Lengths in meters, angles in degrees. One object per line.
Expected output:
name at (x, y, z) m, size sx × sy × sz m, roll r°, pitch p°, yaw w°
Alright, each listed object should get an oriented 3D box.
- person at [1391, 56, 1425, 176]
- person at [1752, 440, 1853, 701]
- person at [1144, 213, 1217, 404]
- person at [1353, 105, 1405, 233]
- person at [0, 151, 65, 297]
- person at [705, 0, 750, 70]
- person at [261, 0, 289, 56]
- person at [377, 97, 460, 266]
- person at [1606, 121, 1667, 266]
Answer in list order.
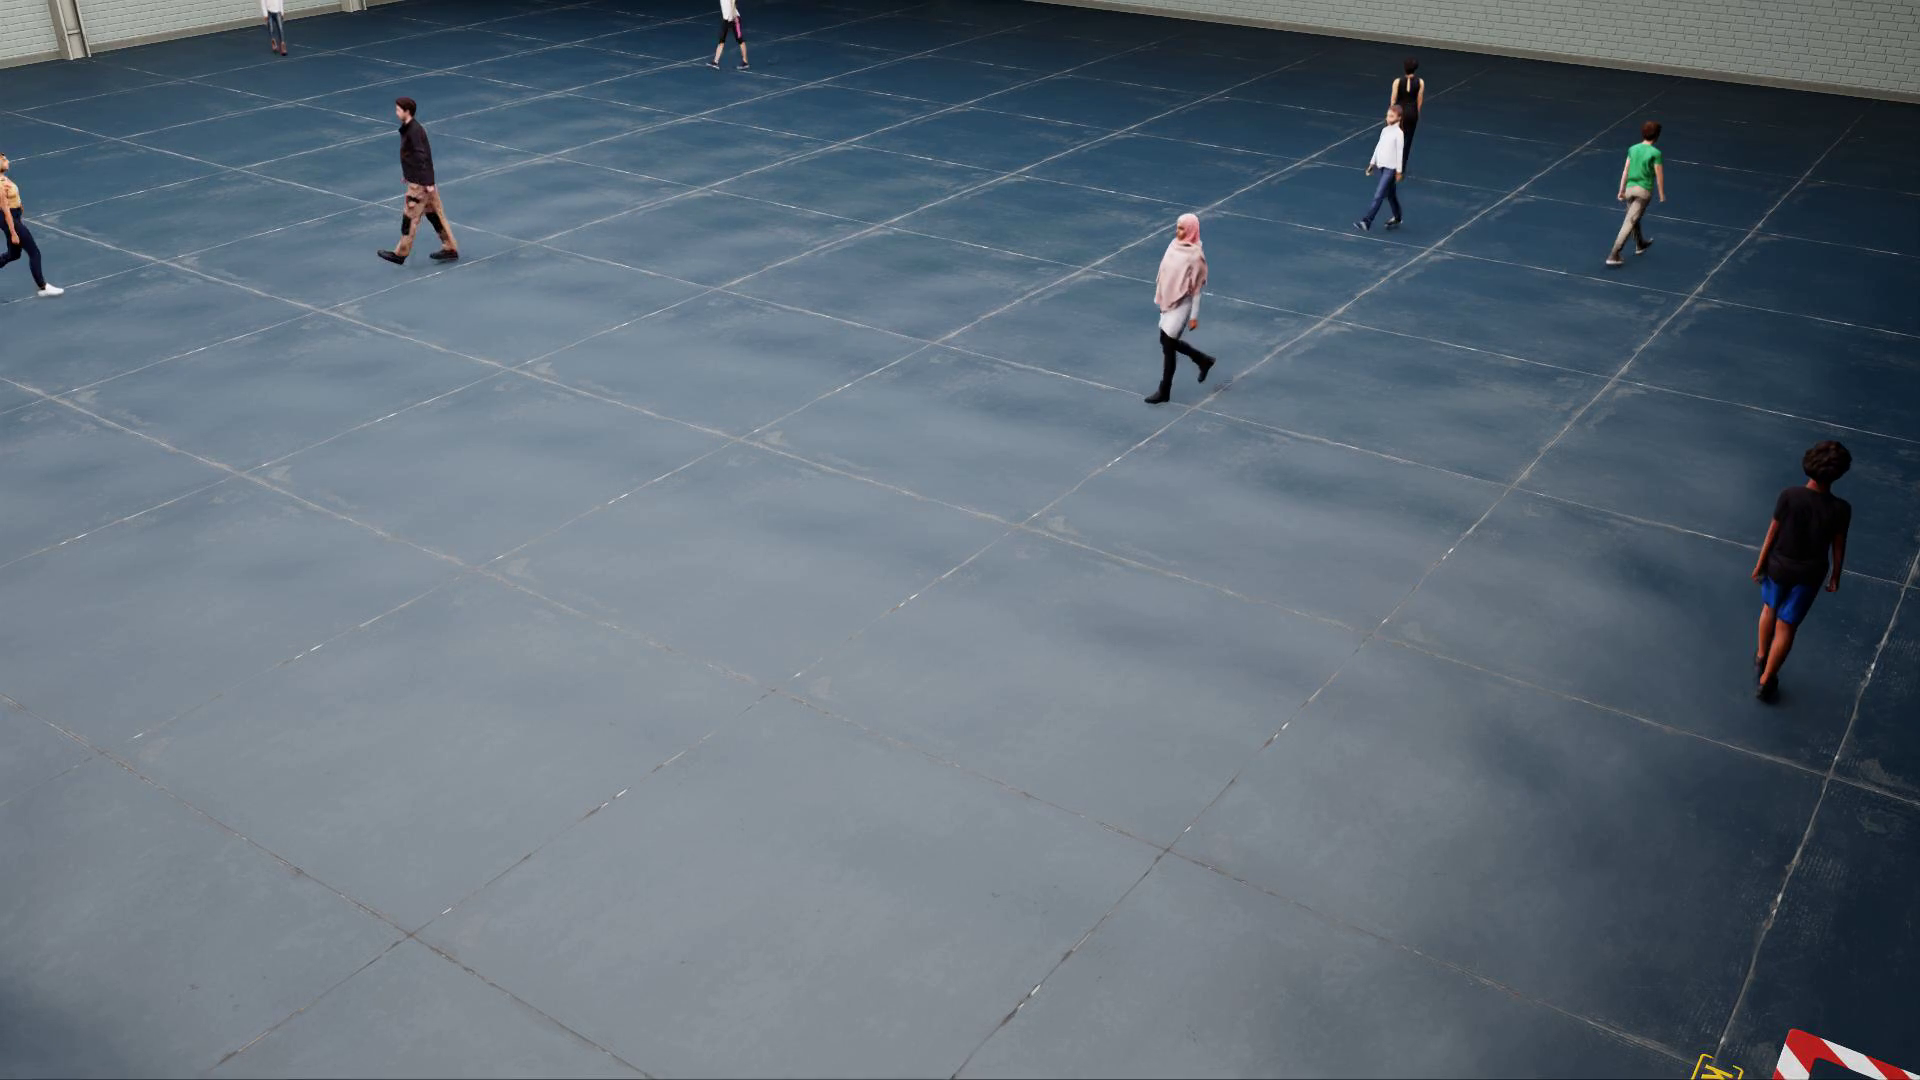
person at (6.014, -5.685, 22.444) m, size 0.731 × 1.586 × 0.813 m, roll 5°, pitch 28°, yaw 9°
person at (5.377, 0.232, 10.742) m, size 0.647 × 1.777 × 0.823 m, roll 18°, pitch 32°, yaw 32°
person at (2.077, -2.137, 15.332) m, size 1.107 × 1.788 × 0.939 m, roll -13°, pitch 30°, yaw -23°
person at (5.277, -4.508, 20.242) m, size 1.119 × 1.509 × 0.887 m, roll -12°, pitch 30°, yaw -22°
person at (-10.296, -3.369, 17.925) m, size 1.108 × 1.605 × 0.927 m, roll -11°, pitch 29°, yaw -20°
person at (-3.865, -9.003, 28.712) m, size 1.124 × 1.747 × 0.755 m, roll -24°, pitch 36°, yaw -38°
person at (-12.431, -9.505, 30.041) m, size 1.040 × 1.422 × 0.878 m, roll -15°, pitch 31°, yaw -27°
person at (-6.068, -4.081, 18.999) m, size 1.265 × 1.887 × 1.110 m, roll -11°, pitch 29°, yaw -20°
person at (7.698, -3.920, 18.994) m, size 1.185 × 1.604 × 0.893 m, roll -15°, pitch 31°, yaw -27°
